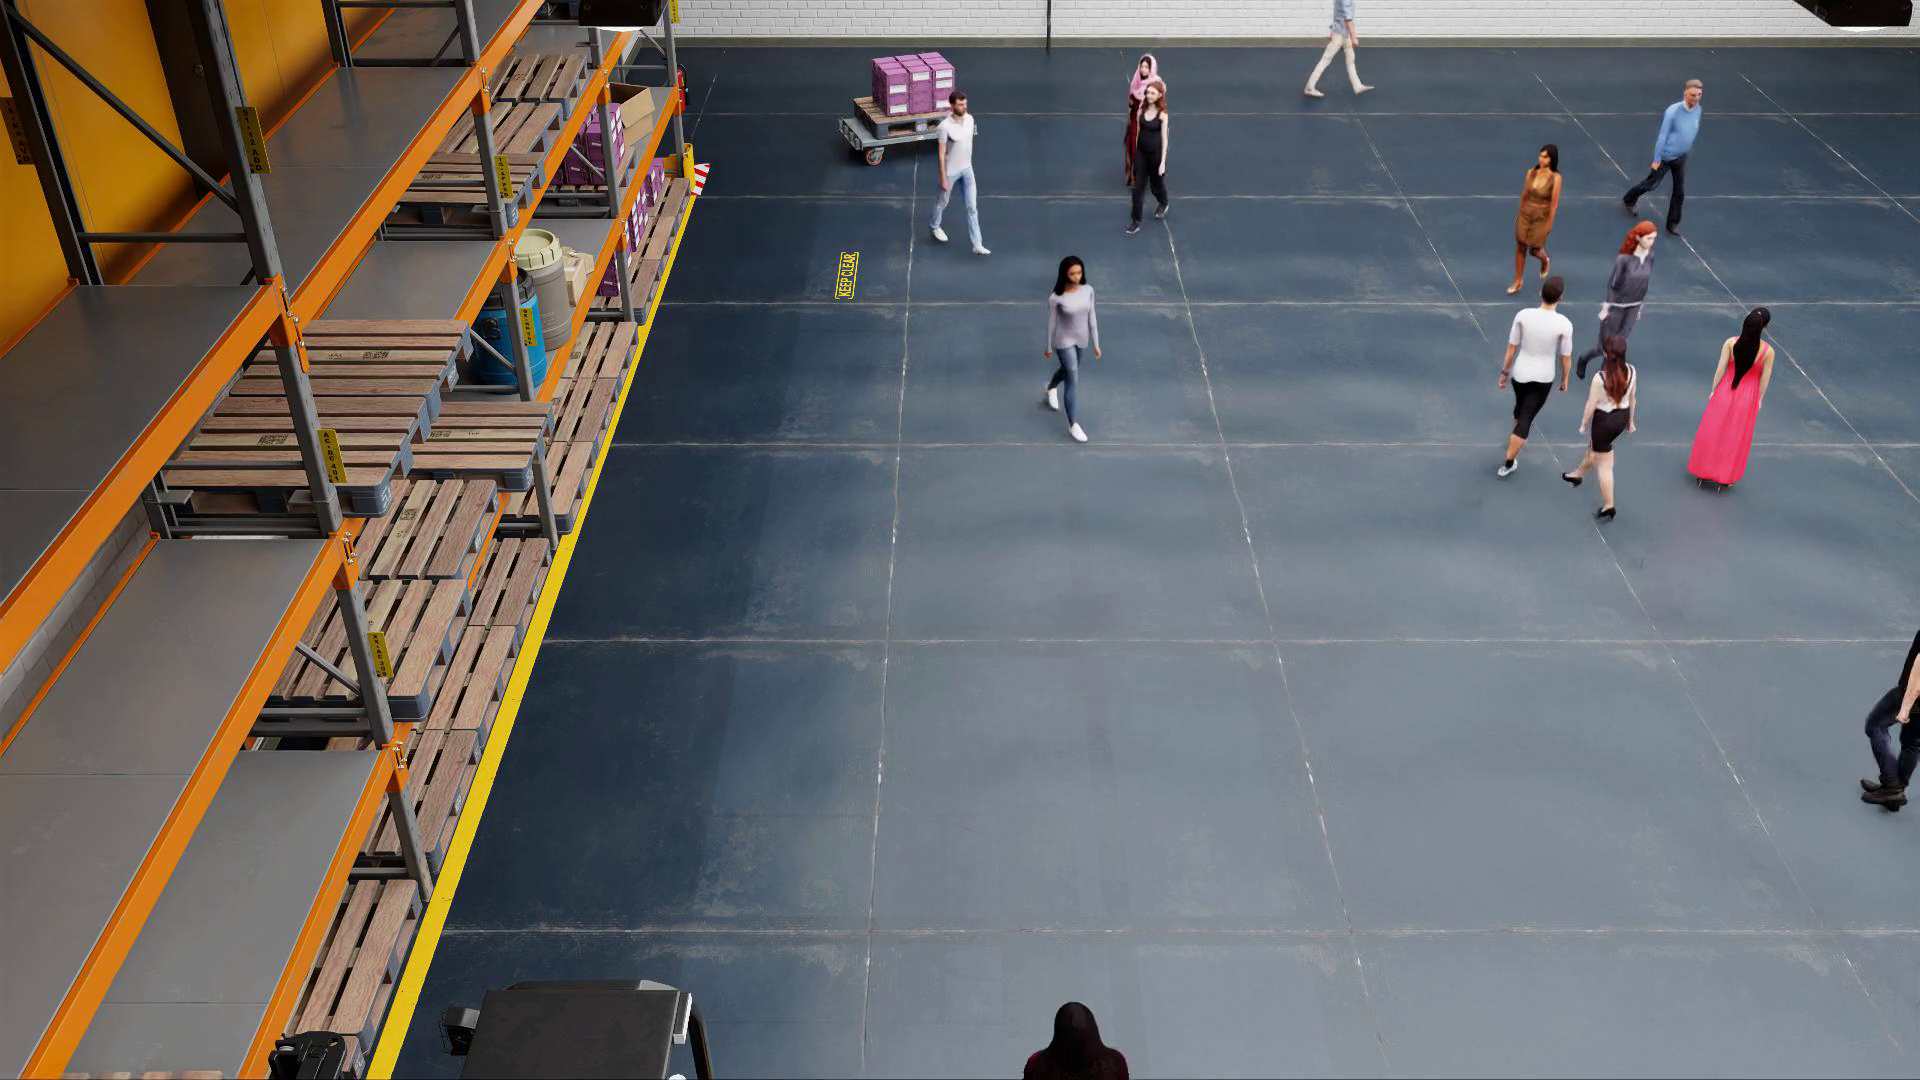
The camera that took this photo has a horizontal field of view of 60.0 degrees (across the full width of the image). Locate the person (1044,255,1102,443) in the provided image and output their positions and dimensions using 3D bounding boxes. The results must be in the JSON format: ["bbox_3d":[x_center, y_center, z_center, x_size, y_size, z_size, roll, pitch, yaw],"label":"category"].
[{"bbox_3d":[0.968,-1.834,15.268,0.994,1.699,1.235,-18,37,-25],"label":"person"}]

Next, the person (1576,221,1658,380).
[{"bbox_3d":[6.230,-2.224,15.798,0.722,1.762,0.795,-7,34,-10],"label":"person"}]

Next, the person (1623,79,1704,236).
[{"bbox_3d":[8.136,-4.463,19.154,0.930,1.775,1.251,-11,35,-16],"label":"person"}]

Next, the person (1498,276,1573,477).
[{"bbox_3d":[4.962,-1.386,14.485,1.101,1.819,1.241,22,39,29],"label":"person"}]

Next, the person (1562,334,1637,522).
[{"bbox_3d":[5.468,-0.891,13.930,0.818,1.611,1.043,-10,35,-14],"label":"person"}]

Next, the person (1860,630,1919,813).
[{"bbox_3d":[6.312,1.039,10.779,0.774,1.884,0.794,-12,35,-17],"label":"person"}]

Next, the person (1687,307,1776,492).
[{"bbox_3d":[6.672,-1.212,14.307,0.710,1.726,0.727,18,37,24],"label":"person"}]

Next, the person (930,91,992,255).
[{"bbox_3d":[-0.104,-4.122,18.617,1.152,1.801,1.303,-23,40,-31],"label":"person"}]

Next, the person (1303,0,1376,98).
[{"bbox_3d":[5.135,-6.950,22.876,0.867,1.798,1.199,6,34,8],"label":"person"}]

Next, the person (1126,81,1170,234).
[{"bbox_3d":[2.256,-4.447,19.191,0.991,1.707,1.207,19,38,26],"label":"person"}]

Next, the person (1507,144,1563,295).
[{"bbox_3d":[6.151,-3.407,17.654,0.857,1.676,0.814,-24,40,-31],"label":"person"}]

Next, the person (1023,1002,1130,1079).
[{"bbox_3d":[0.565,2.952,8.029,0.700,1.742,0.693,-3,34,-5],"label":"person"}]

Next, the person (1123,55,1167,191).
[{"bbox_3d":[2.289,-5.110,20.268,0.826,1.620,1.022,11,35,17],"label":"person"}]
